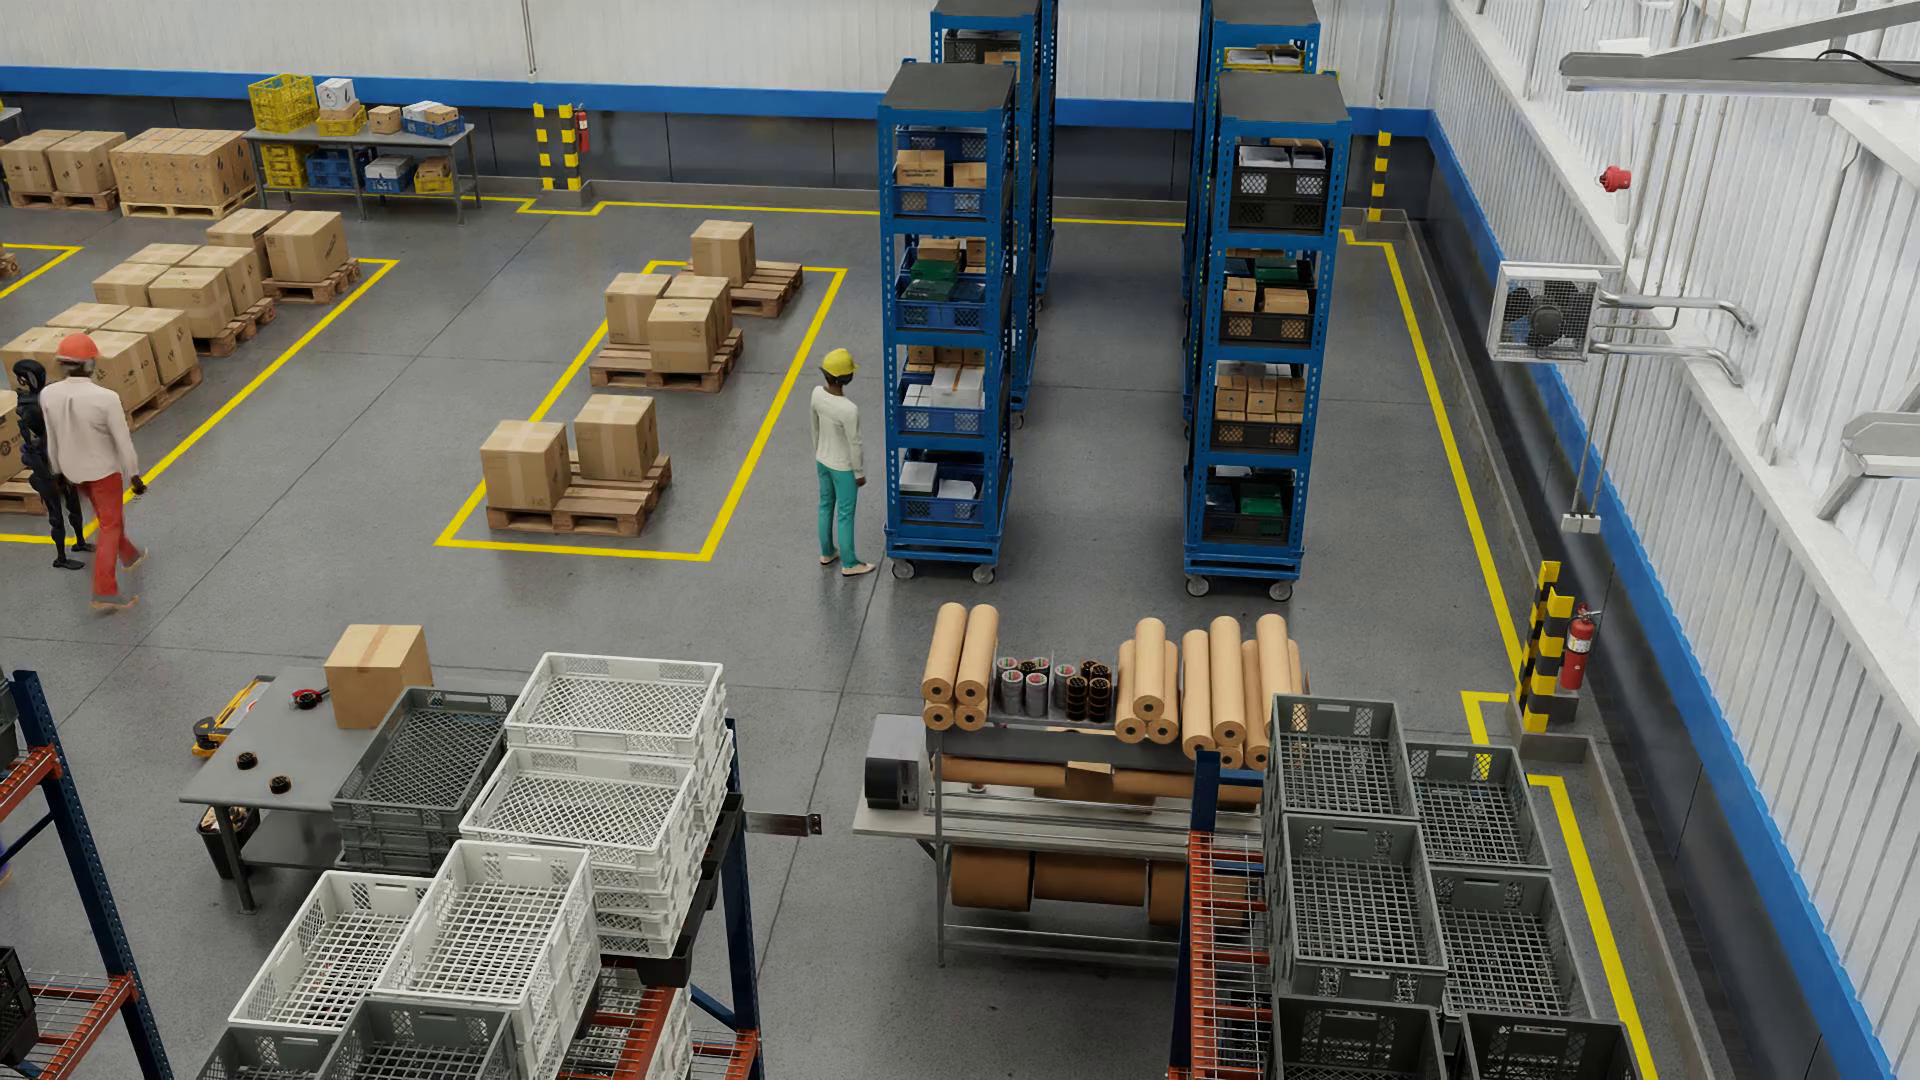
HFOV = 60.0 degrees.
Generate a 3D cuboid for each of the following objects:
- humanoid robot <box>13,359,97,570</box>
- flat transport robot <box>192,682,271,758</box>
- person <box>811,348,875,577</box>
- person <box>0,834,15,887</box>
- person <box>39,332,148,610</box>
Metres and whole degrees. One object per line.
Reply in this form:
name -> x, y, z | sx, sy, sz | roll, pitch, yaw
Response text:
humanoid robot -> -6.670, -0.574, 12.258 | 0.357, 1.650, 0.562 | 2, 30, 3
flat transport robot -> -4.089, 1.163, 10.648 | 1.431, 0.197, 0.652 | 3, 30, 6
person -> -0.875, -0.573, 12.167 | 0.324, 1.769, 0.523 | -23, 37, -34
person -> -5.707, 1.085, 9.050 | 0.679, 2.000, 0.536 | 12, 32, 19
person -> -6.188, -0.503, 11.865 | 0.646, 1.962, 0.824 | 4, 30, 7
